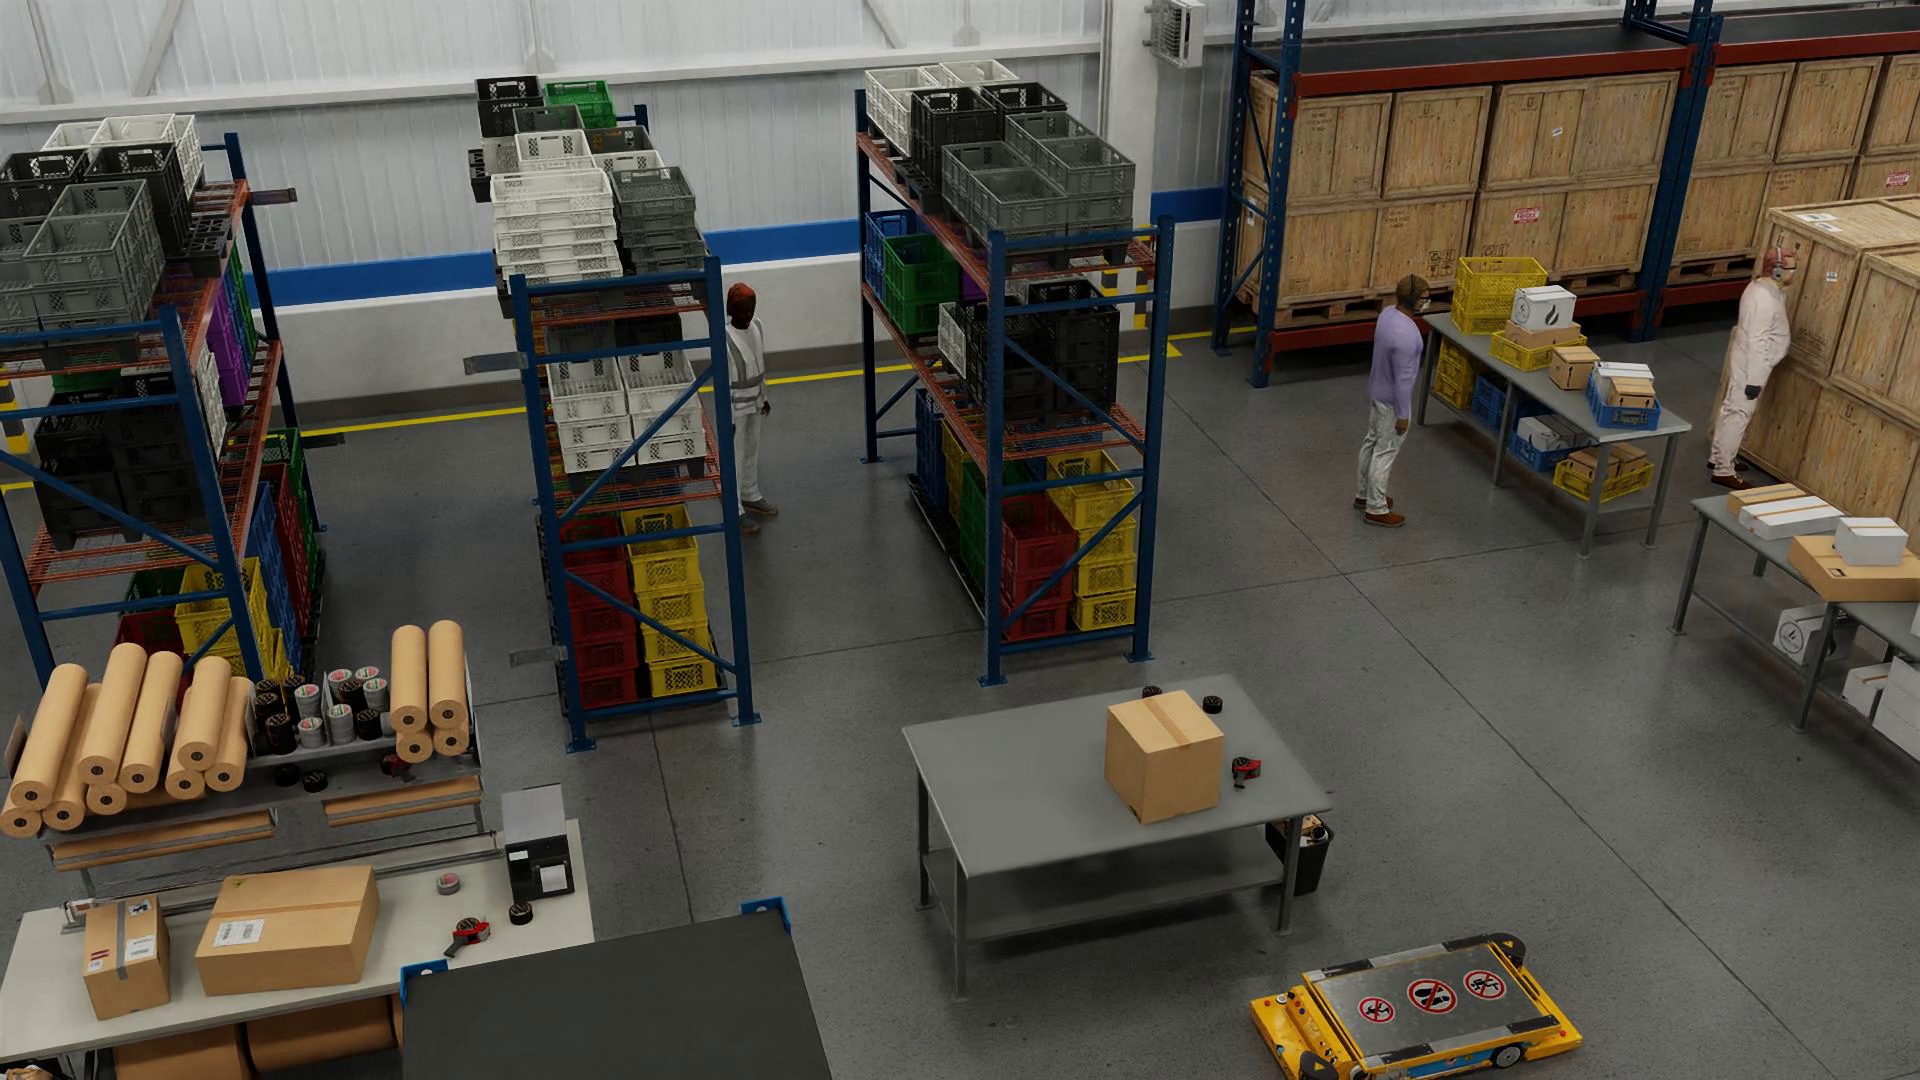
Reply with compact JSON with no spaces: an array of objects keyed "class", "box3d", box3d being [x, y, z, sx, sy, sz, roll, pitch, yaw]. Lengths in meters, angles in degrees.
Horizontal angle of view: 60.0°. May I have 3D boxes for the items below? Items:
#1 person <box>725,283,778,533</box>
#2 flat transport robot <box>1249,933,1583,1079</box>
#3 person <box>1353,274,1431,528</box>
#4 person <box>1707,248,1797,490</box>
[{"class":"person","box3d":[-1.590,-0.991,12.274,0.362,1.883,0.575,13,31,22]},{"class":"flat transport robot","box3d":[2.184,2.282,7.980,1.431,0.197,0.652,-8,30,-14]},{"class":"person","box3d":[3.198,-1.041,12.309,0.355,1.937,0.634,-1,29,-2]},{"class":"person","box3d":[6.160,-1.339,12.884,0.404,1.907,0.656,10,30,17]}]
